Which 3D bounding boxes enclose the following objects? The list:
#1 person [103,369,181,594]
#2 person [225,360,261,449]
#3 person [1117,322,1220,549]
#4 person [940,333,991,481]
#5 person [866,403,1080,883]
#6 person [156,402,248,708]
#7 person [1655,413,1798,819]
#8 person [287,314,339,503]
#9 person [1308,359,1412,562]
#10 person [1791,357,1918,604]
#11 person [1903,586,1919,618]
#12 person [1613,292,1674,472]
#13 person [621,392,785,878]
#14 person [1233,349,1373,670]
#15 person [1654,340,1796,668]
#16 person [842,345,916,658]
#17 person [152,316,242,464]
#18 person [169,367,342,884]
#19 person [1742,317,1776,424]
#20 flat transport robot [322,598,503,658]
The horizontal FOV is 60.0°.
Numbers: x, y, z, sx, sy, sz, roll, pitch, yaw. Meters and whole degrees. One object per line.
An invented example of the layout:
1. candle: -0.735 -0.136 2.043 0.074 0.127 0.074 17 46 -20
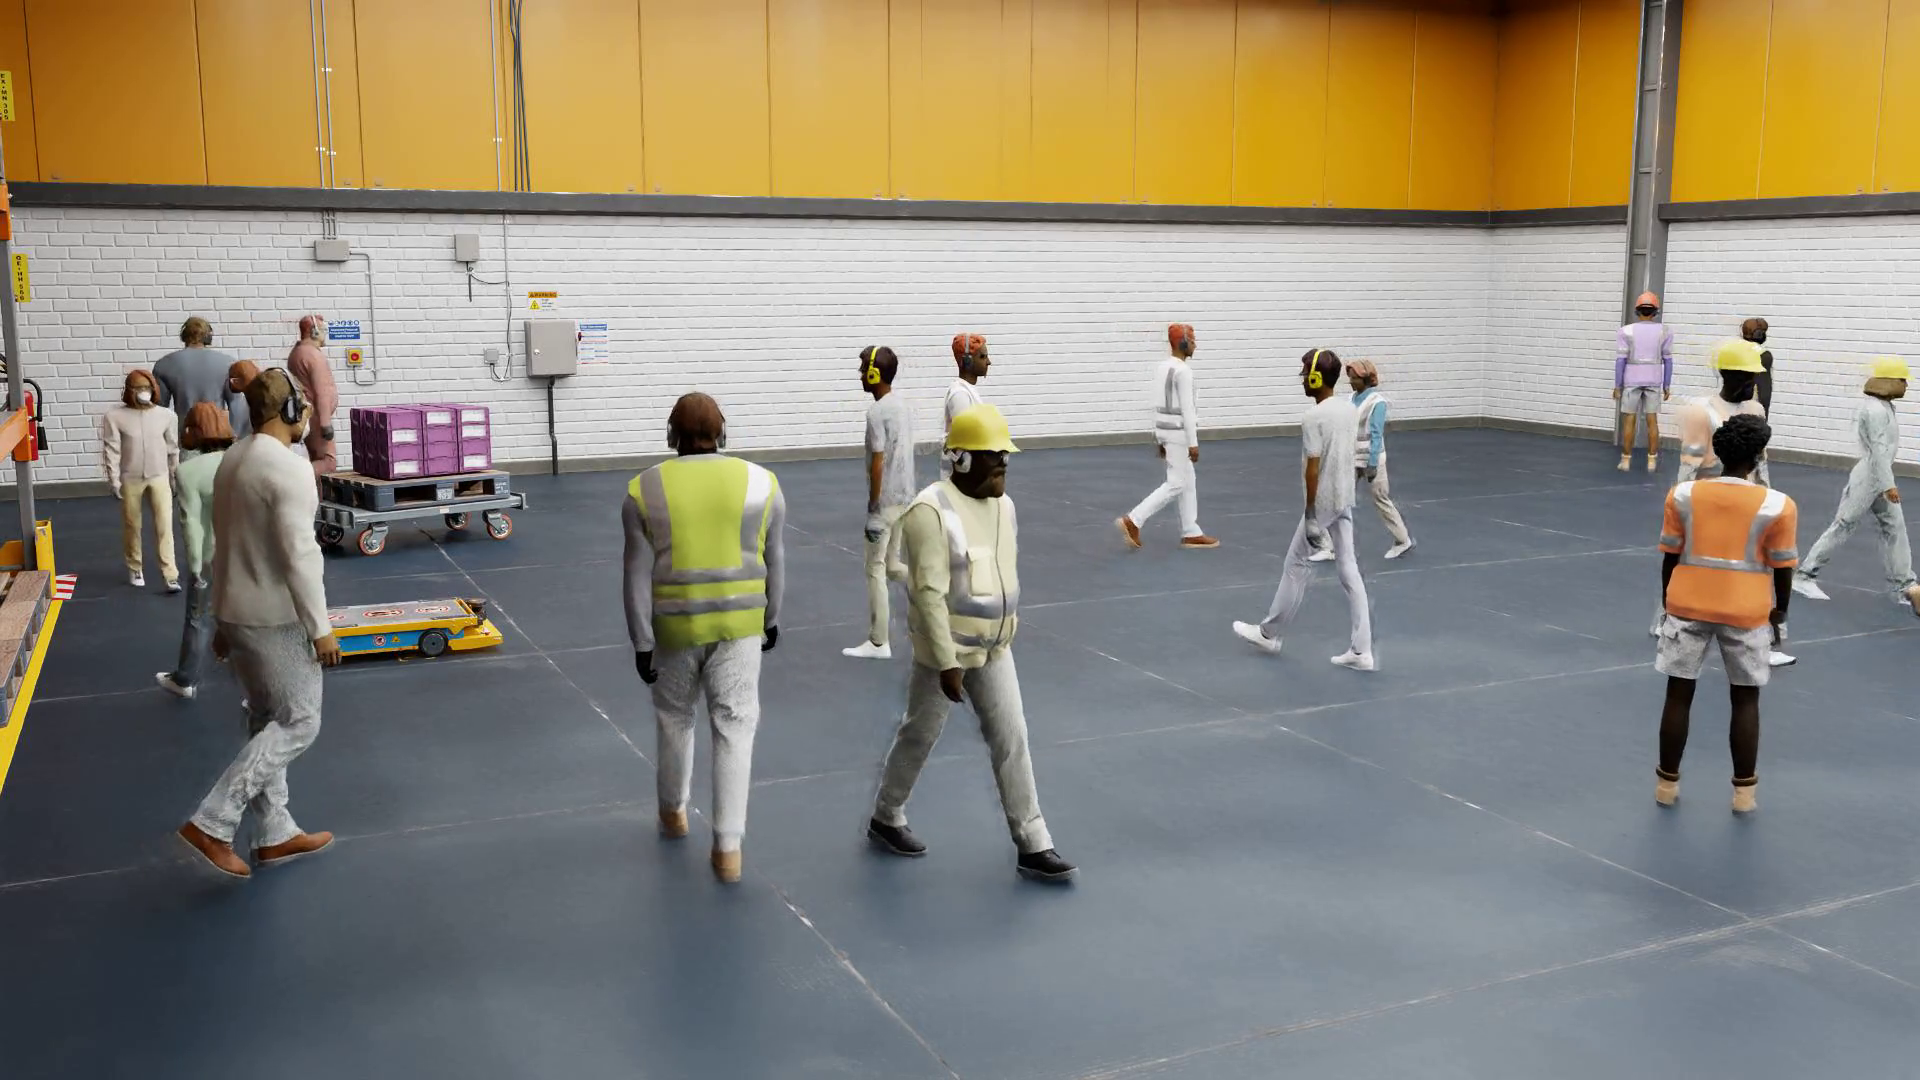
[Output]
1. person: -5.773 -0.415 11.780 0.500 1.584 0.896 -6 11 -35
2. person: -5.436 -0.576 12.756 0.784 1.594 0.503 2 9 10
3. person: 1.704 -0.830 13.487 0.834 1.862 0.583 -1 9 -8
4. person: 0.052 -0.355 10.475 0.353 1.883 0.577 0 9 0
5. person: -0.003 0.378 6.253 0.921 1.790 0.595 8 12 42
6. person: -3.877 0.084 8.647 0.828 1.585 0.492 6 11 33
7. person: 3.189 0.314 6.954 0.540 1.678 0.357 7 11 35
8. person: -5.877 -1.082 14.971 0.592 1.885 0.660 -6 11 -35
9. person: 3.194 -0.618 13.007 0.875 1.594 0.522 -4 10 -22
10. person: 6.214 -0.402 11.358 0.910 1.698 0.497 8 12 39
11. person: 6.293 -0.218 10.275 0.599 1.674 0.551 7 12 38
12. person: 7.741 -1.762 18.896 0.623 2.007 0.517 2 9 13
13. person: -0.993 0.329 6.469 0.622 1.800 0.916 -2 9 -13
14. person: 2.062 -0.191 9.635 0.545 1.818 0.958 -8 12 -39
15. person: 4.498 -0.229 9.716 0.604 1.871 0.980 -5 11 -30
16. person: -0.351 -0.203 9.656 0.634 1.854 0.526 3 10 19
17. person: -6.039 -0.810 13.202 0.713 1.912 0.463 -3 10 -20
18. person: -2.651 0.322 6.196 0.616 1.911 0.649 -8 12 -42
19. person: 7.907 -1.340 16.782 0.704 1.819 0.636 -2 9 -10
20. flat transport robot: -3.517 0.539 9.916 1.431 0.197 0.652 -4 10 -25
